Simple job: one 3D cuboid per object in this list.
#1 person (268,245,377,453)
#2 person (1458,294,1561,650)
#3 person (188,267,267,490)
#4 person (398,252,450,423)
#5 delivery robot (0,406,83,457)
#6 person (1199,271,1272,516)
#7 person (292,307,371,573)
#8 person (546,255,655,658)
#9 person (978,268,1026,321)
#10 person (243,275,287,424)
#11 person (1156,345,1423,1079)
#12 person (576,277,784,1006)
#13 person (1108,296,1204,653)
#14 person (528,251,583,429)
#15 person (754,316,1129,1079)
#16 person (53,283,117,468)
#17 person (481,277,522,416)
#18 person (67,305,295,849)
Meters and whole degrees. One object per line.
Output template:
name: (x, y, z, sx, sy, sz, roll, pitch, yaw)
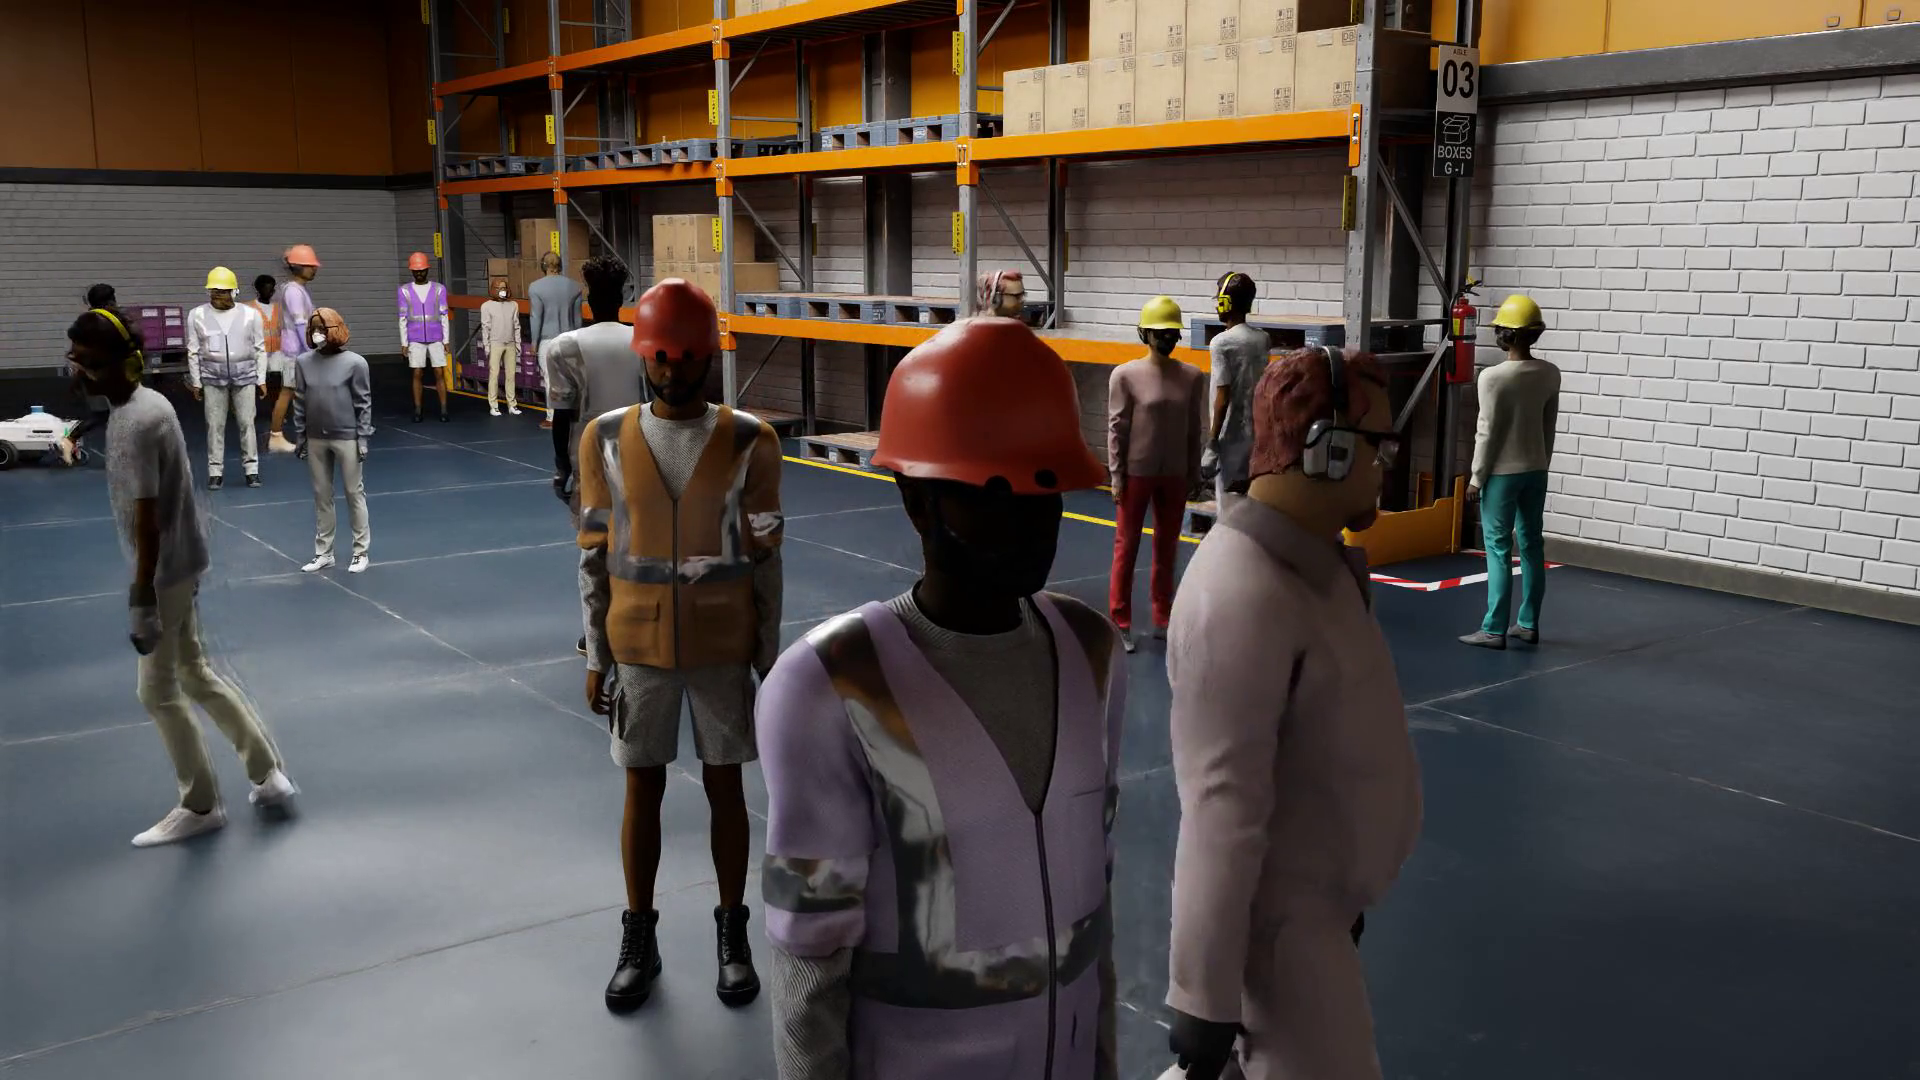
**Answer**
person: (-6.243, -1.827, 16.050, 1.042, 1.986, 0.640, -2, 10, -10)
person: (2.755, -0.332, 8.313, 0.525, 1.772, 0.302, -6, 12, -28)
person: (-6.029, -1.328, 13.723, 0.593, 1.828, 0.403, -4, 11, -23)
person: (-6.036, -2.273, 18.760, 0.542, 1.926, 0.391, -3, 11, -16)
delivery robot: (-8.304, -0.966, 15.001, 0.707, 0.478, 0.477, 0, 10, 0)
person: (1.505, -0.527, 9.122, 0.311, 1.869, 0.530, 10, 14, 43)
person: (-3.862, -0.609, 10.243, 0.499, 1.633, 0.286, 1, 10, 8)
person: (-1.694, -0.395, 8.111, 0.603, 1.966, 0.368, -4, 11, -21)
person: (0.164, -0.584, 9.410, 0.611, 1.892, 0.648, 5, 11, 27)
person: (-7.836, -2.141, 18.673, 0.551, 1.677, 0.535, 8, 13, 38)
person: (0.473, 0.607, 2.792, 0.885, 1.876, 0.643, 3, 11, 17)
person: (-0.734, 0.282, 4.408, 0.542, 1.936, 0.364, -1, 10, -5)
person: (0.980, -0.324, 8.271, 0.526, 1.768, 0.330, -4, 11, -22)
person: (-4.405, -2.172, 18.145, 0.635, 1.936, 0.354, -9, 14, -42)
person: (0.021, 0.698, 2.068, 0.543, 1.939, 0.355, -9, 13, -41)
person: (-7.630, -1.428, 14.703, 0.682, 1.673, 0.534, -10, 14, -43)
person: (-5.399, -2.276, 19.608, 0.283, 1.625, 0.494, 9, 14, 42)
person: (-2.595, 0.125, 5.598, 0.620, 1.827, 0.594, -4, 11, -22)
